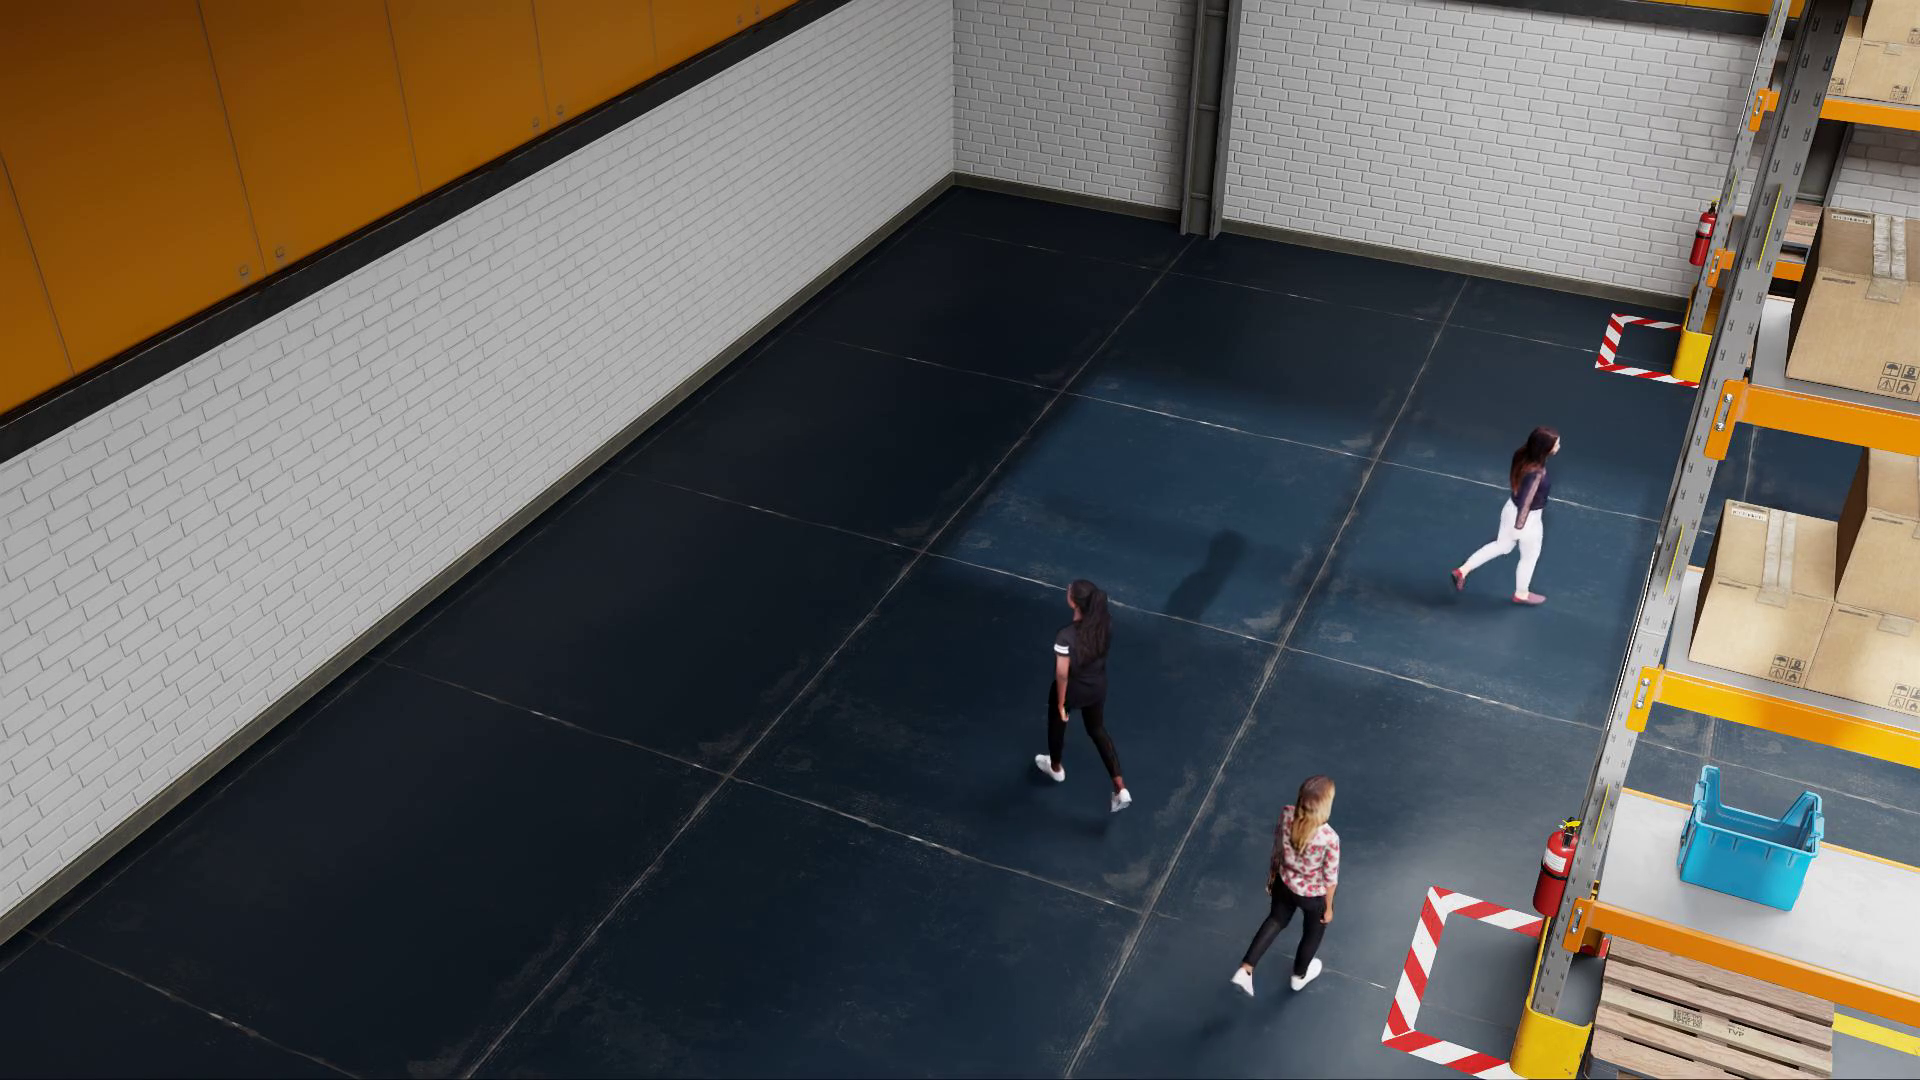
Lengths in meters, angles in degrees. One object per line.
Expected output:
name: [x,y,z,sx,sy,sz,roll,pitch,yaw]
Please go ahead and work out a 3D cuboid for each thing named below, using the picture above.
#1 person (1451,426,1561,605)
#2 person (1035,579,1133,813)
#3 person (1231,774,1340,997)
person: [4.148,-0.159,12.470,1.071,1.583,0.867,0,34,-1]
person: [0.827,1.003,10.615,1.004,1.702,1.175,-19,38,-26]
person: [1.851,1.972,9.236,0.856,1.616,0.930,-25,41,-33]
